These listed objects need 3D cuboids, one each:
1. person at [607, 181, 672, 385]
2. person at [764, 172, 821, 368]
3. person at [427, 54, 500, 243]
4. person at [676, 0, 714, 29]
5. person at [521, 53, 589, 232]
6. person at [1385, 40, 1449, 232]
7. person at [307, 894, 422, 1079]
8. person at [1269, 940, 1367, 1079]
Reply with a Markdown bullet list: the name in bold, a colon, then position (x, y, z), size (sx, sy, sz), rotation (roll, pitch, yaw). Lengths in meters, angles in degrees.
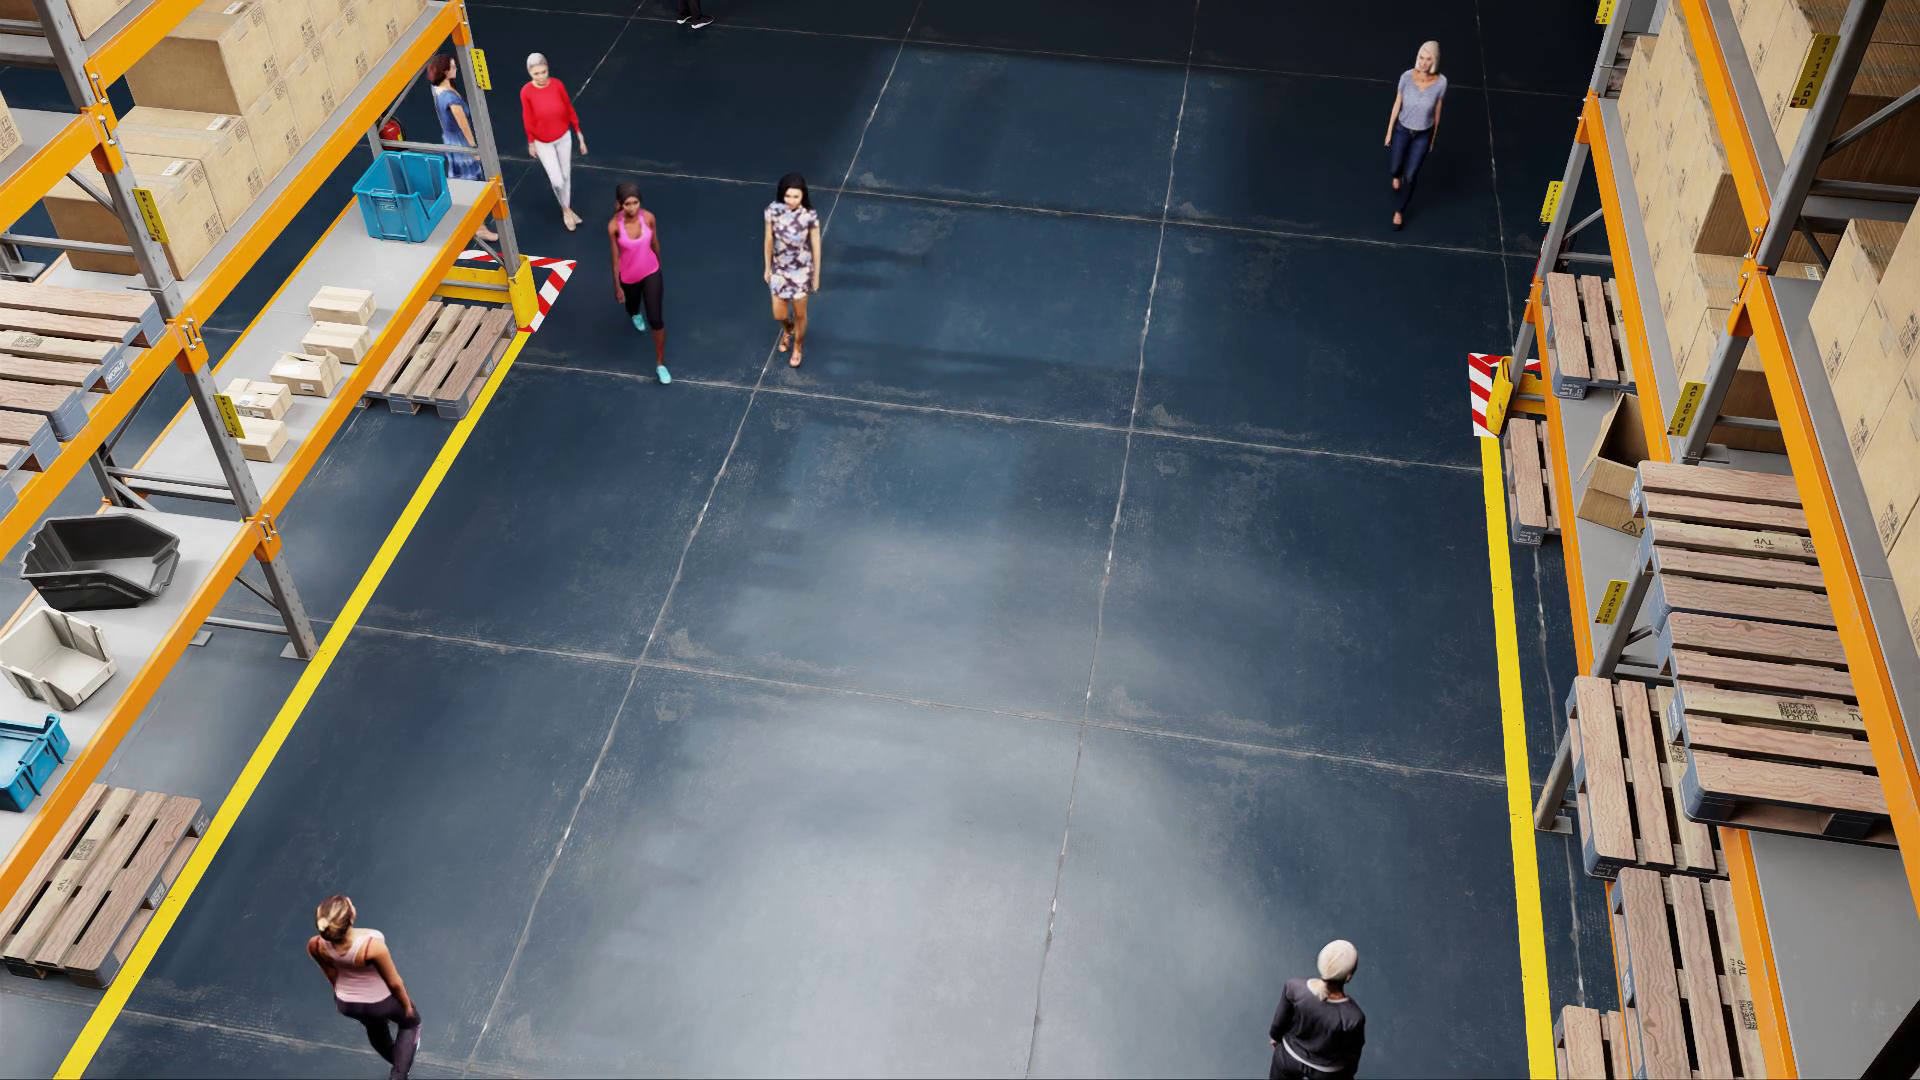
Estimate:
- **person**: position (-2.536, -2.099, 13.012), size (0.931, 1.682, 1.199), rotation (-13, 45, -13)
- **person**: position (-1.289, -2.157, 13.047), size (0.650, 1.717, 0.646), rotation (7, 44, 7)
- **person**: position (-4.302, -3.269, 14.158), size (0.899, 1.795, 0.838), rotation (-23, 48, -22)
- **person**: position (-2.876, -6.203, 17.274), size (0.666, 1.745, 0.661), rotation (27, 50, 25)
- **person**: position (-3.584, -3.492, 14.477), size (0.779, 1.678, 0.836), rotation (-27, 50, -26)
- **person**: position (3.988, -3.601, 14.573), size (0.686, 1.704, 0.931), rotation (14, 45, 14)
- **person**: position (-2.992, 2.365, 8.371), size (0.600, 1.620, 0.832), rotation (3, 44, 3)
- **person**: position (1.734, 2.512, 8.139), size (0.672, 1.727, 0.644), rotation (23, 48, 22)
